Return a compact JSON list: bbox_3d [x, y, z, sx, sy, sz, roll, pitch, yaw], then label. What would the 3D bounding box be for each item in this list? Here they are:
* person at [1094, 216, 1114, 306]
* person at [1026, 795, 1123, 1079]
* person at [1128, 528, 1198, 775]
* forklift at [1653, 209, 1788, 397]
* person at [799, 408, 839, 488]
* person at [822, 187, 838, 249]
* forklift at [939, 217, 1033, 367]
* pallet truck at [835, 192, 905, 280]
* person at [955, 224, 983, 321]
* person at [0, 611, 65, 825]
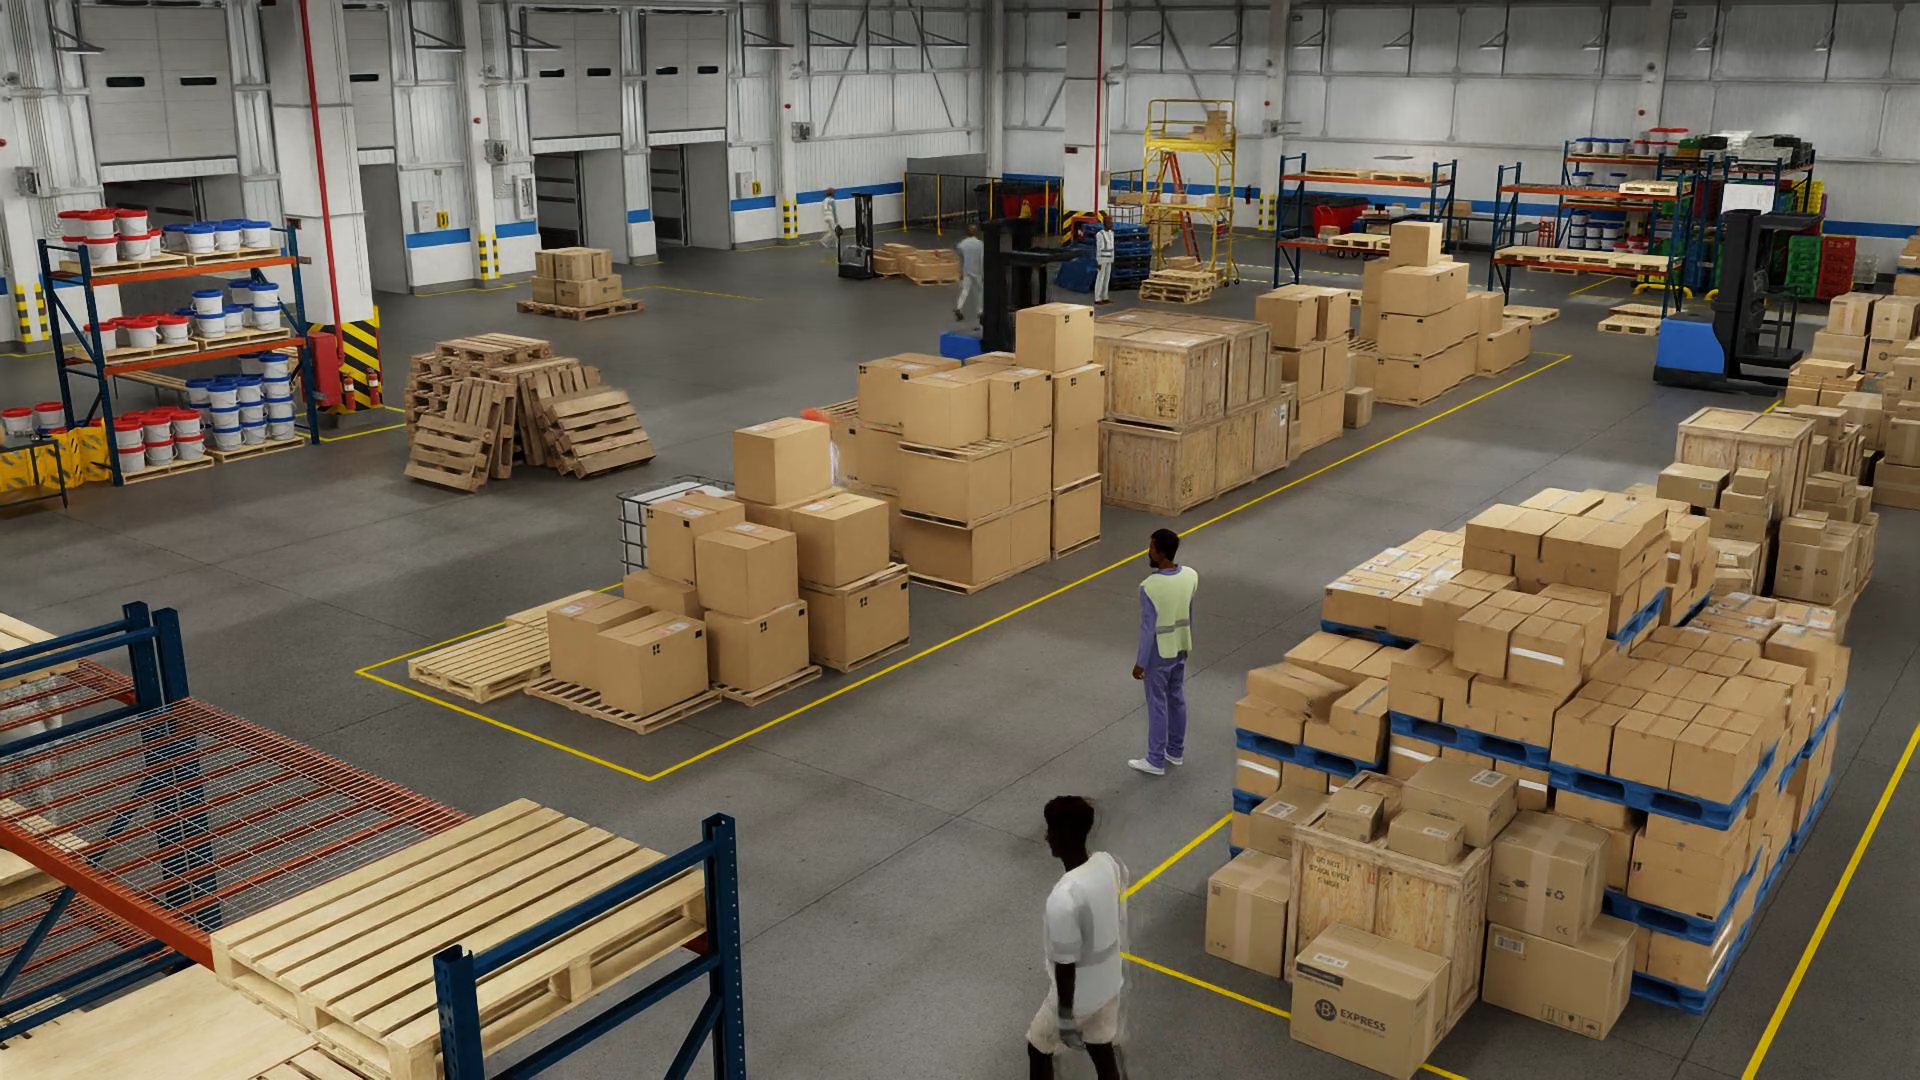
[{"bbox_3d":[3.042,-5.848,34.856,0.348,1.877,0.576,12,21,35],"label":"person"},{"bbox_3d":[0.509,2.160,8.241,0.807,1.930,0.605,12,20,34],"label":"person"},{"bbox_3d":[1.552,0.844,12.619,0.592,1.918,0.389,-16,23,-43],"label":"person"},{"bbox_3d":[12.271,-3.827,26.446,1.873,2.768,1.129,12,21,35],"label":"forklift"},{"bbox_3d":[-1.369,-0.362,16.605,0.632,1.924,0.549,12,21,35],"label":"person"},{"bbox_3d":[-3.457,-8.579,44.332,0.439,1.639,0.516,-6,18,-20],"label":"person"},{"bbox_3d":[0.690,-3.440,25.166,1.873,2.768,1.129,12,21,35],"label":"forklift"},{"bbox_3d":[-1.936,-7.159,38.982,1.885,1.965,0.823,-12,21,-34],"label":"pallet truck"},{"bbox_3d":[0.210,-5.307,33.025,0.631,1.906,0.894,11,20,33],"label":"person"},{"bbox_3d":[-6.229,1.348,10.915,0.634,1.936,0.351,-8,19,-26],"label":"person"}]
